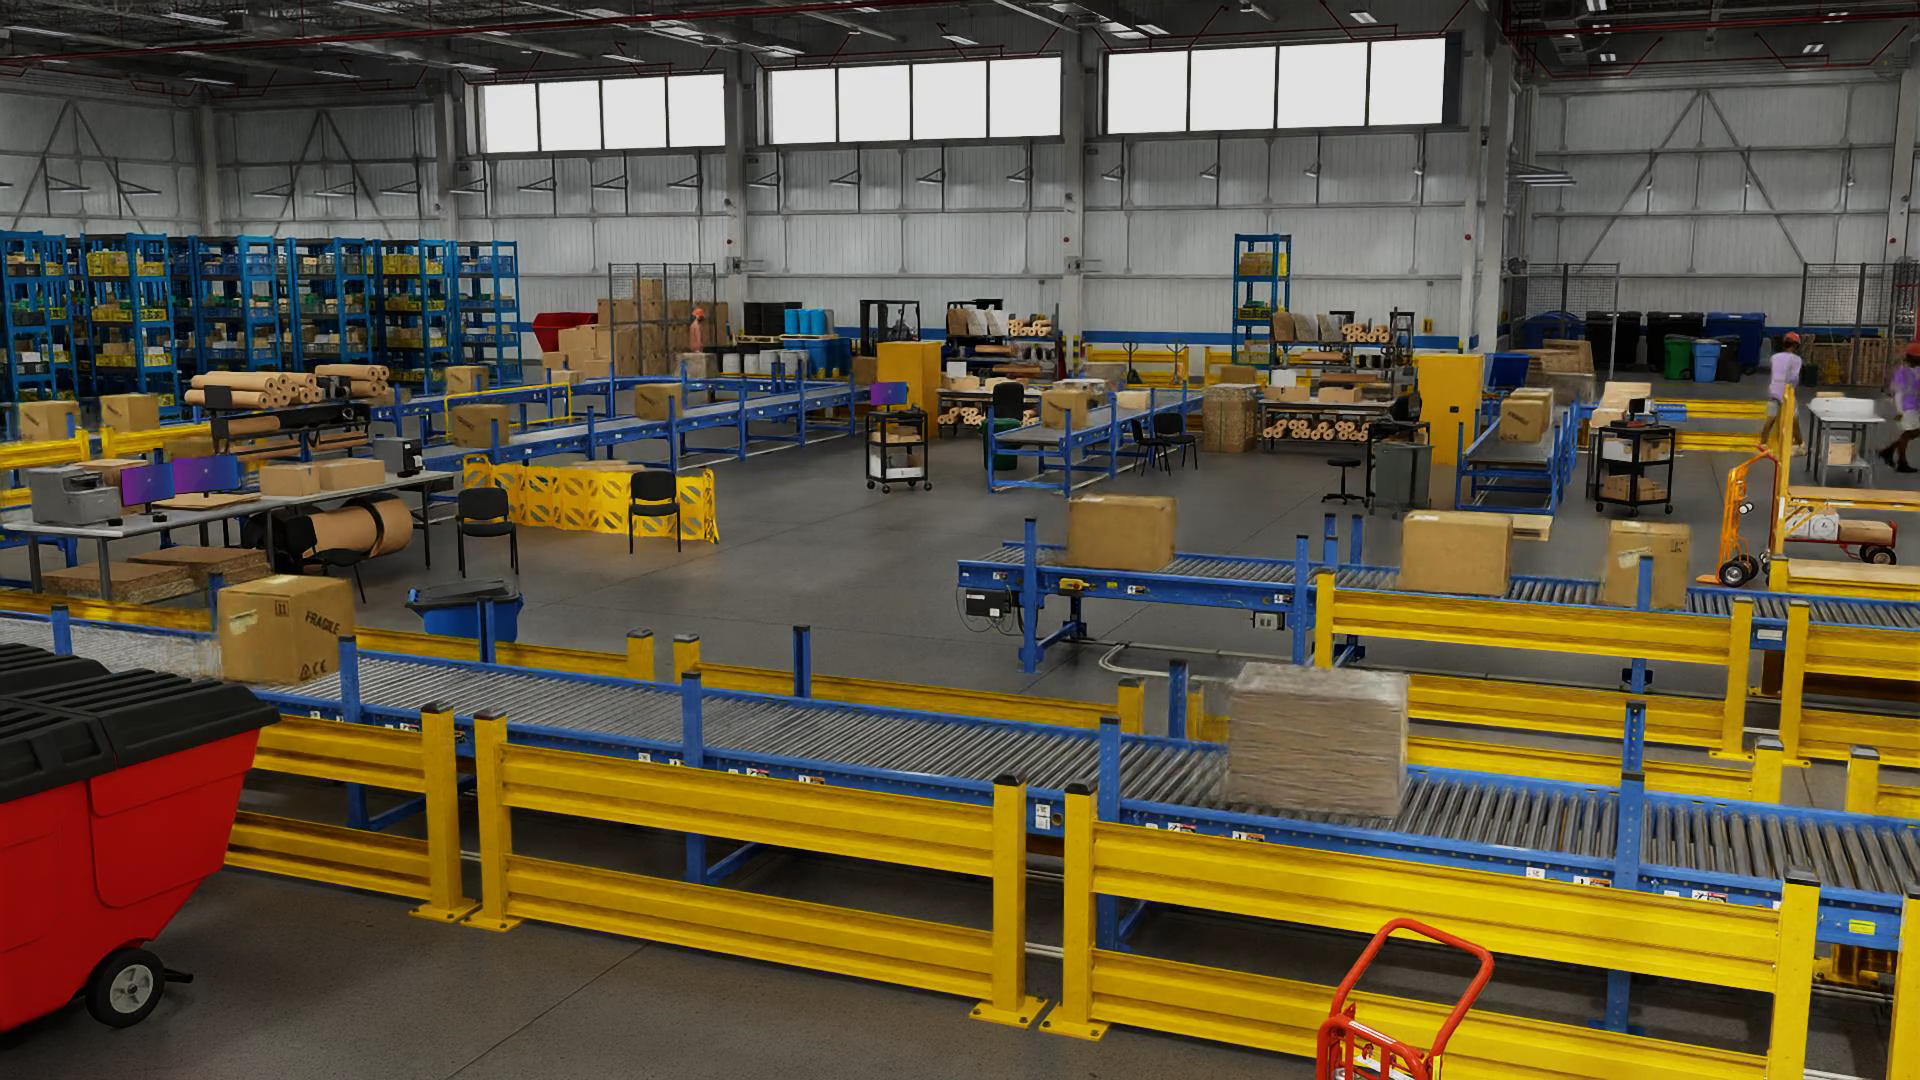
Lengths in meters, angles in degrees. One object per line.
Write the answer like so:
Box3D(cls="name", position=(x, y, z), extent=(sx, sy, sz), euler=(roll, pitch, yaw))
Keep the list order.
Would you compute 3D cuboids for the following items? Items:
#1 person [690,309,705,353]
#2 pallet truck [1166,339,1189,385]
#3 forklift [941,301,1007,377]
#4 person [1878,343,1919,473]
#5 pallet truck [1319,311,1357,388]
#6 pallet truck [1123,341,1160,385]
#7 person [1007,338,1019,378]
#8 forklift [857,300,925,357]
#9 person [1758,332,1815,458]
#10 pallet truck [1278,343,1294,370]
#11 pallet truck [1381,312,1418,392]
Box3D(cls="person", position=(-6.382, -4.642, 40.556), extent=(0.394, 1.990, 0.622), euler=(-4, 10, -23))
Box3D(cls="pallet truck", position=(5.418, -4.269, 40.420), extent=(0.704, 1.261, 1.522), euler=(3, 10, 20))
Box3D(cls="forklift", position=(0.365, -4.966, 41.571), extent=(1.157, 1.987, 2.680), euler=(3, 10, 20))
Box3D(cls="person", position=(13.879, -1.944, 24.436), extent=(0.566, 1.916, 0.515), euler=(-7, 11, -35))
Box3D(cls="pallet truck", position=(9.071, -4.419, 39.190), extent=(0.823, 1.965, 1.885), euler=(5, 10, 26))
Box3D(cls="pallet truck", position=(4.445, -4.380, 41.279), extent=(0.680, 1.201, 1.601), euler=(4, 10, 22))
Box3D(cls="person", position=(1.182, -3.658, 35.373), extent=(0.778, 1.736, 0.531), euler=(-2, 10, -11))
Box3D(cls="forklift", position=(-1.732, -5.109, 42.468), extent=(1.157, 1.987, 2.680), euler=(4, 10, 22))
Box3D(cls="person", position=(13.069, -2.280, 26.276), extent=(1.005, 1.973, 0.610), euler=(-4, 10, -24))
Box3D(cls="pallet truck", position=(7.886, -4.163, 39.743), extent=(0.653, 1.274, 1.630), euler=(4, 10, 22))
Box3D(cls="pallet truck", position=(10.207, -4.283, 38.369), extent=(0.823, 1.965, 1.885), euler=(3, 10, 20))
